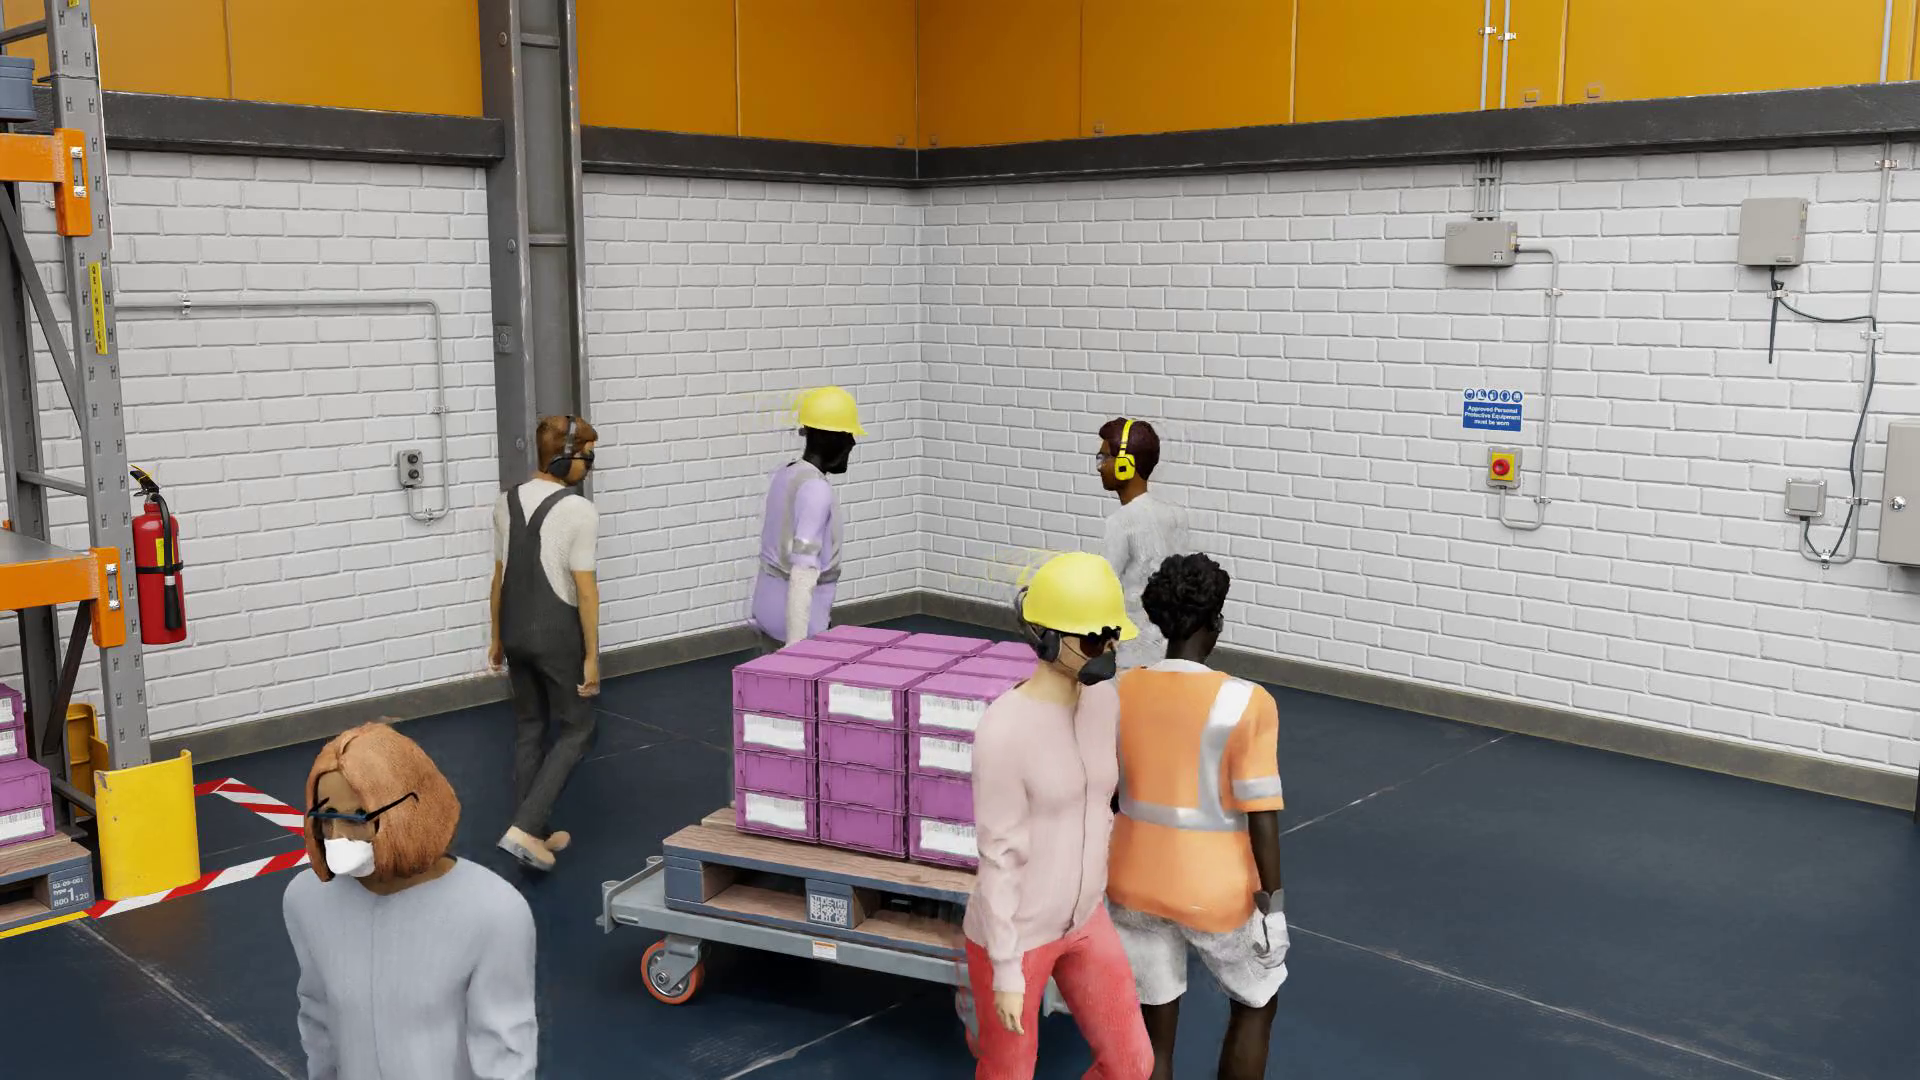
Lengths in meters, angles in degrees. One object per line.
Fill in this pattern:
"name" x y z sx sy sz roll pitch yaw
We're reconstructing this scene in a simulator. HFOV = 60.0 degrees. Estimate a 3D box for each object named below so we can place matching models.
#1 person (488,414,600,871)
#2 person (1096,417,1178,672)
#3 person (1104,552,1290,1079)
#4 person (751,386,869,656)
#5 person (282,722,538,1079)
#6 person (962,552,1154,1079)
"person" -1.647 0.421 6.461 0.609 1.817 0.457 4 10 23
"person" 0.598 0.451 6.245 1.016 1.814 0.513 4 10 23
"person" 0.579 0.869 4.108 0.598 1.661 0.496 7 12 37
"person" -0.549 0.317 6.837 0.888 1.881 0.602 -4 10 -23
"person" -0.961 1.108 2.874 0.511 1.592 0.803 2 9 10
"person" 0.198 0.889 3.769 0.411 1.753 0.543 8 13 42
